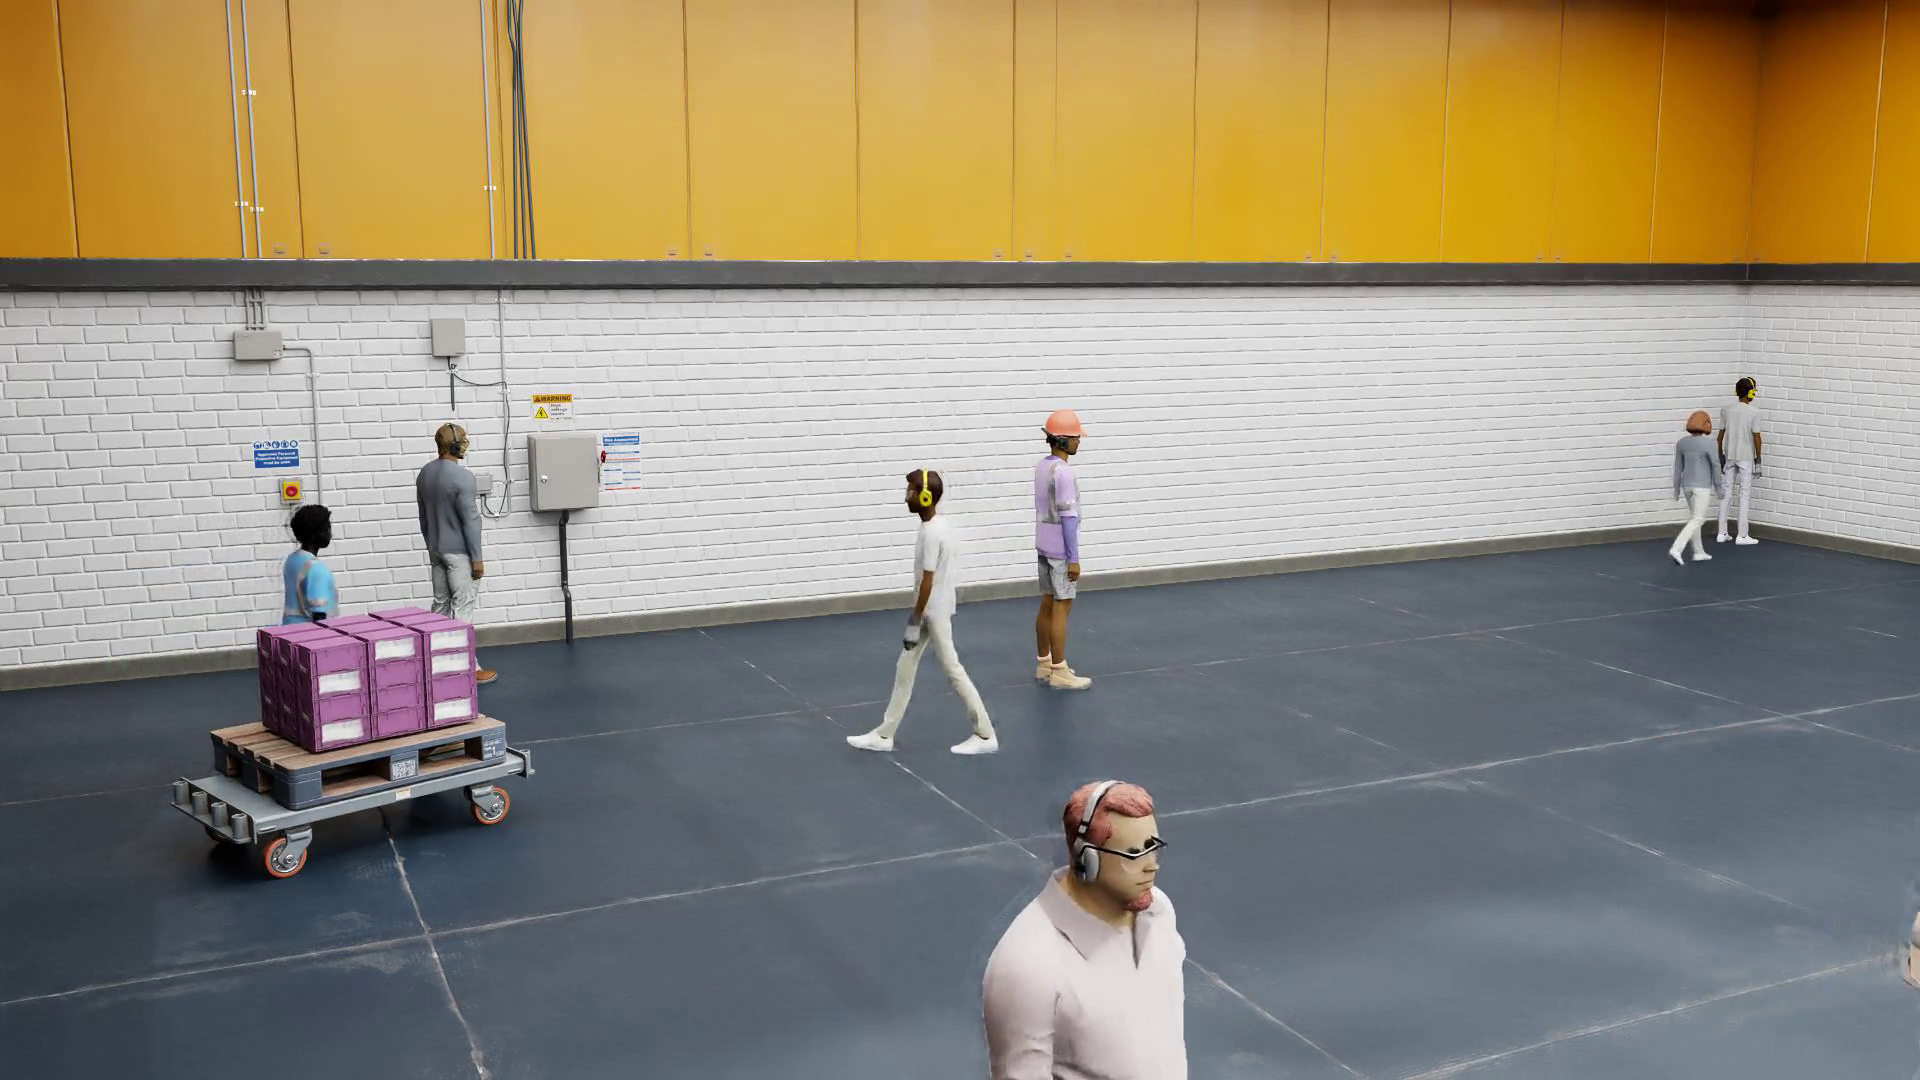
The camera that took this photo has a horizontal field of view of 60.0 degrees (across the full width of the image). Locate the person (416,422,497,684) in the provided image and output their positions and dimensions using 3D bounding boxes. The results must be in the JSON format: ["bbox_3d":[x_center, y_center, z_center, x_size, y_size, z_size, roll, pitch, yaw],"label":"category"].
[{"bbox_3d":[-3.722,0.103,12.246,0.629,1.940,0.372,7,11,36],"label":"person"}]

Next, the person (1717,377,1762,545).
[{"bbox_3d":[8.716,-0.884,18.580,0.315,1.870,0.533,-6,11,-33],"label":"person"}]

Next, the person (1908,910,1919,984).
[{"bbox_3d":[3.170,1.395,5.200,0.414,1.614,0.548,2,9,13],"label":"person"}]

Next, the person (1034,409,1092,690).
[{"bbox_3d":[0.742,0.067,12.146,0.375,2.044,0.607,-3,10,-17],"label":"person"}]

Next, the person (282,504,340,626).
[{"bbox_3d":[-3.917,0.623,9.844,0.651,1.675,0.536,-8,12,-39],"label":"person"}]

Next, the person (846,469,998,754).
[{"bbox_3d":[-0.200,0.462,10.395,0.973,1.819,0.542,0,9,-1],"label":"person"}]

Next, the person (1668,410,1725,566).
[{"bbox_3d":[7.635,-0.546,17.285,0.763,1.606,0.508,-4,10,-22],"label":"person"}]

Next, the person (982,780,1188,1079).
[{"bbox_3d":[0.267,1.466,4.013,0.902,1.875,0.651,8,12,42],"label":"person"}]
